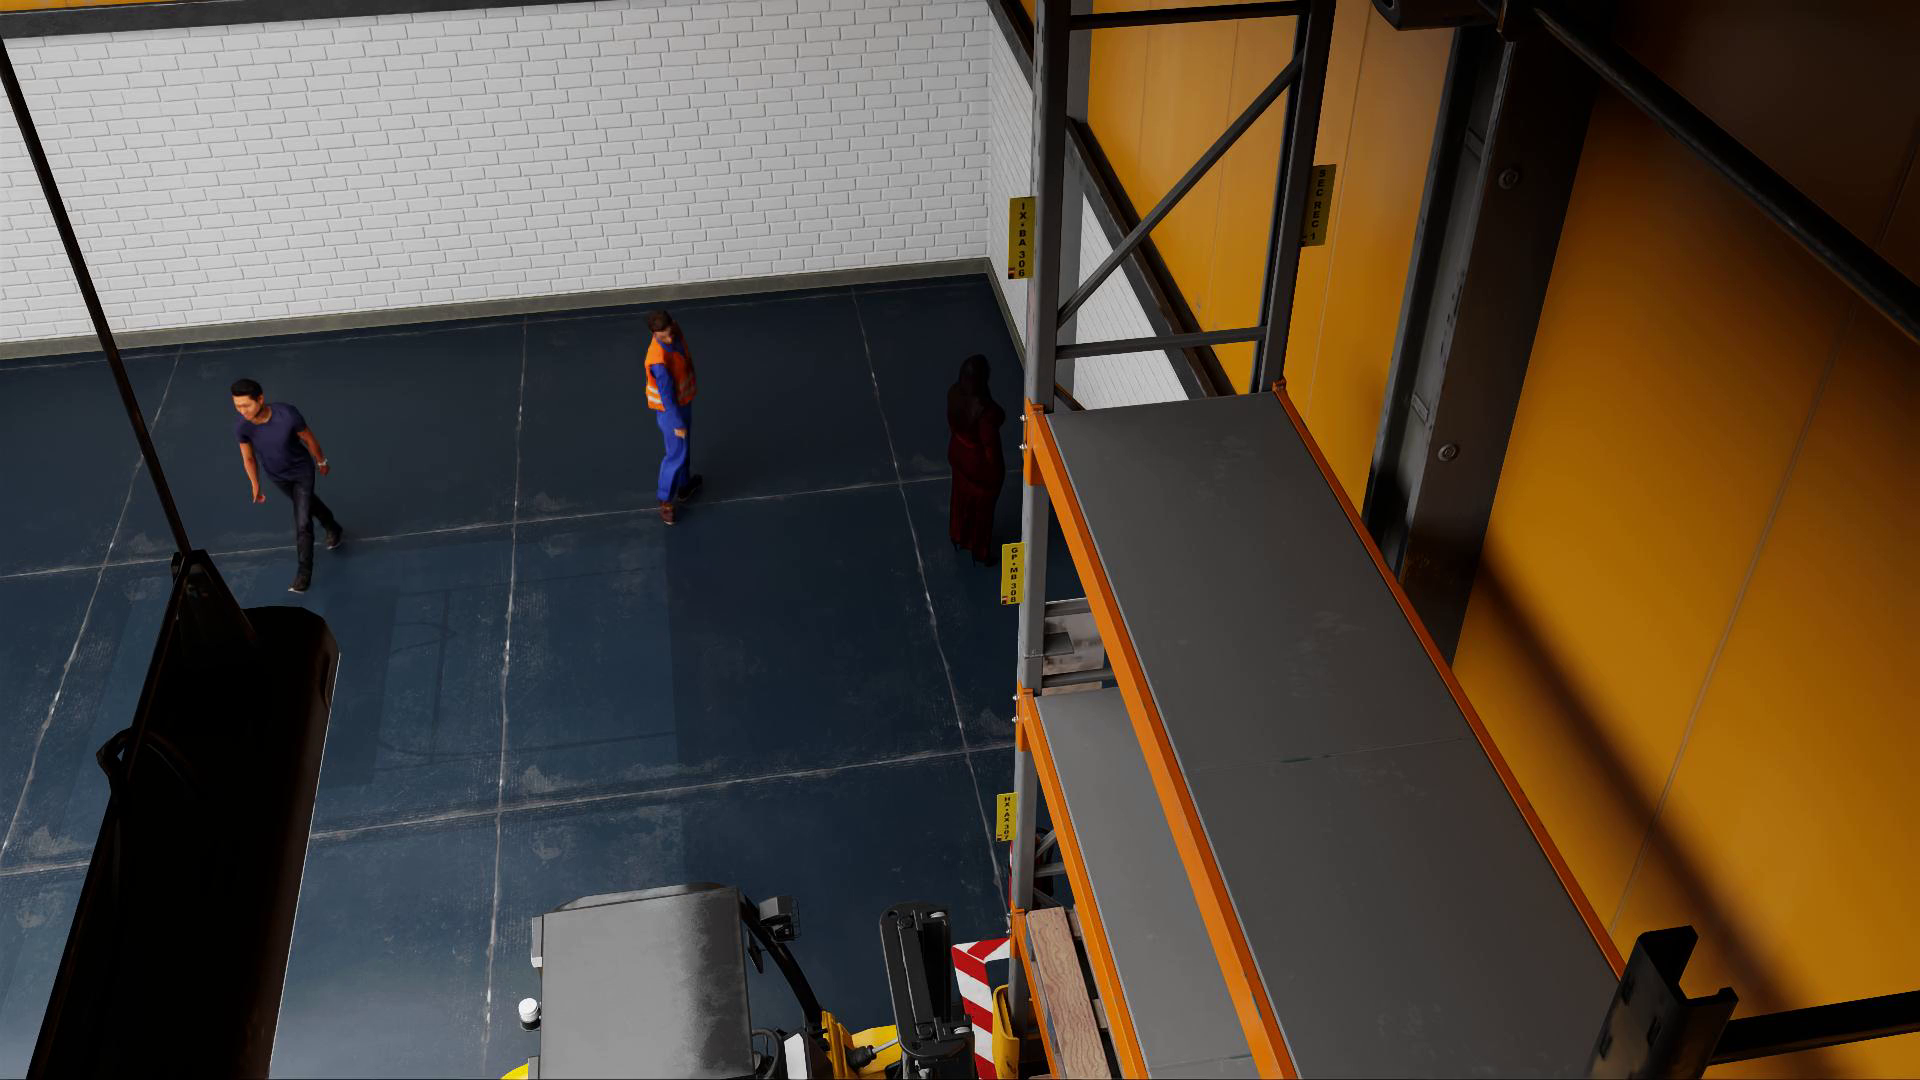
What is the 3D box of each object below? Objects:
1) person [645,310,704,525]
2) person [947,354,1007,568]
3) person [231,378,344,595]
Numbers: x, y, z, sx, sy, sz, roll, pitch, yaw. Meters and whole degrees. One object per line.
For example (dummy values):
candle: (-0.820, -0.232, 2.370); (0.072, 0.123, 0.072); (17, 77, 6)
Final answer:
person: (-2.151, -1.039, 12.480); (0.915, 1.821, 0.633); (-8, 39, -10)
person: (0.103, -0.573, 11.947); (0.820, 1.758, 0.699); (-25, 45, -28)
person: (-4.742, -0.523, 11.920); (0.827, 1.713, 1.192); (-2, 39, -3)
